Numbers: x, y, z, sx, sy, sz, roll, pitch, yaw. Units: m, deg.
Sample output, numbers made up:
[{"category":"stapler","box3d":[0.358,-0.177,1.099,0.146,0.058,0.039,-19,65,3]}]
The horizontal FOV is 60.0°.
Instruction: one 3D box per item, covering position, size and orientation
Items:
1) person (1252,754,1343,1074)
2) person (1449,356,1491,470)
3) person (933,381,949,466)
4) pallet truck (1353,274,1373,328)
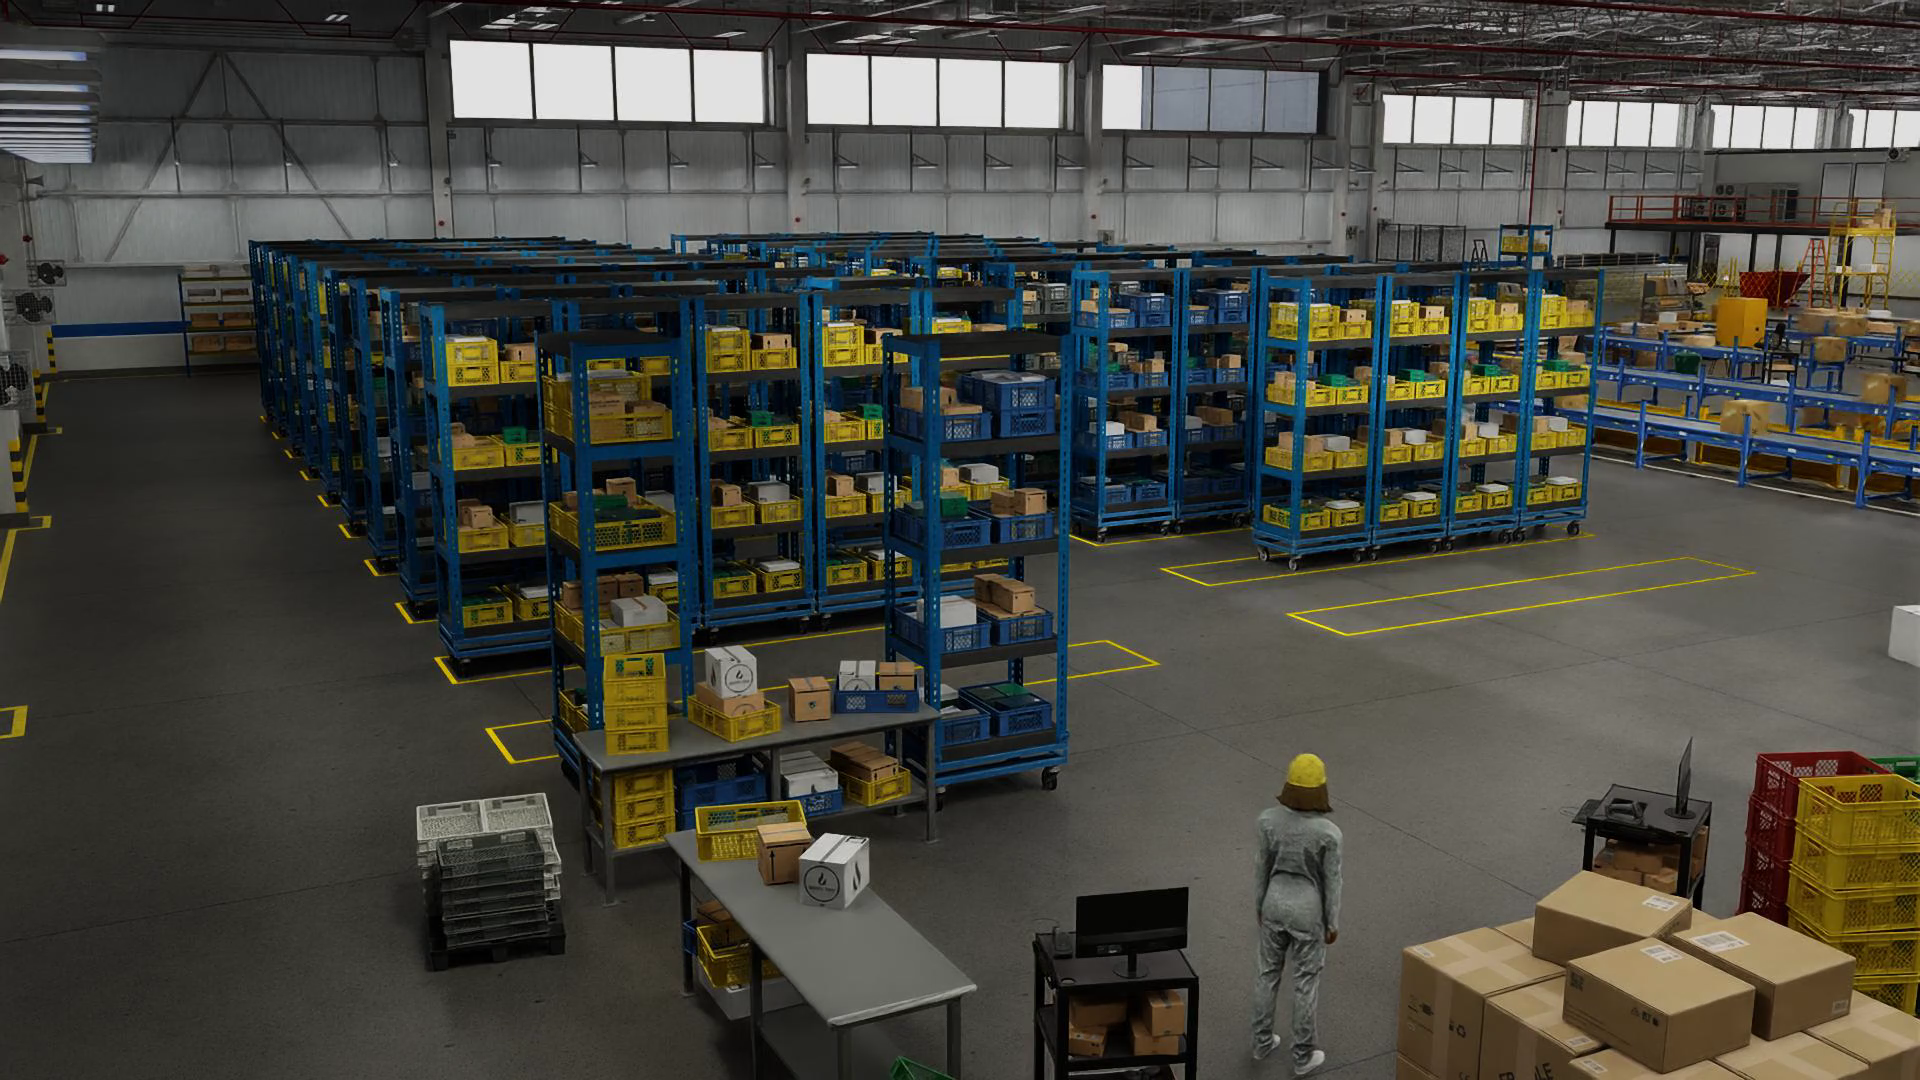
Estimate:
[{"category":"person","box3d":[1.814,1.986,8.923,0.482,1.733,0.351,8,15,33]},{"category":"person","box3d":[8.553,-2.124,27.779,0.670,1.888,0.759,-1,12,-6]},{"category":"person","box3d":[-0.451,-1.578,25.479,0.972,1.776,0.596,-6,13,-26]},{"category":"pallet truck","box3d":[13.011,-8.050,55.243,0.823,1.965,1.885,-7,14,-28]}]
